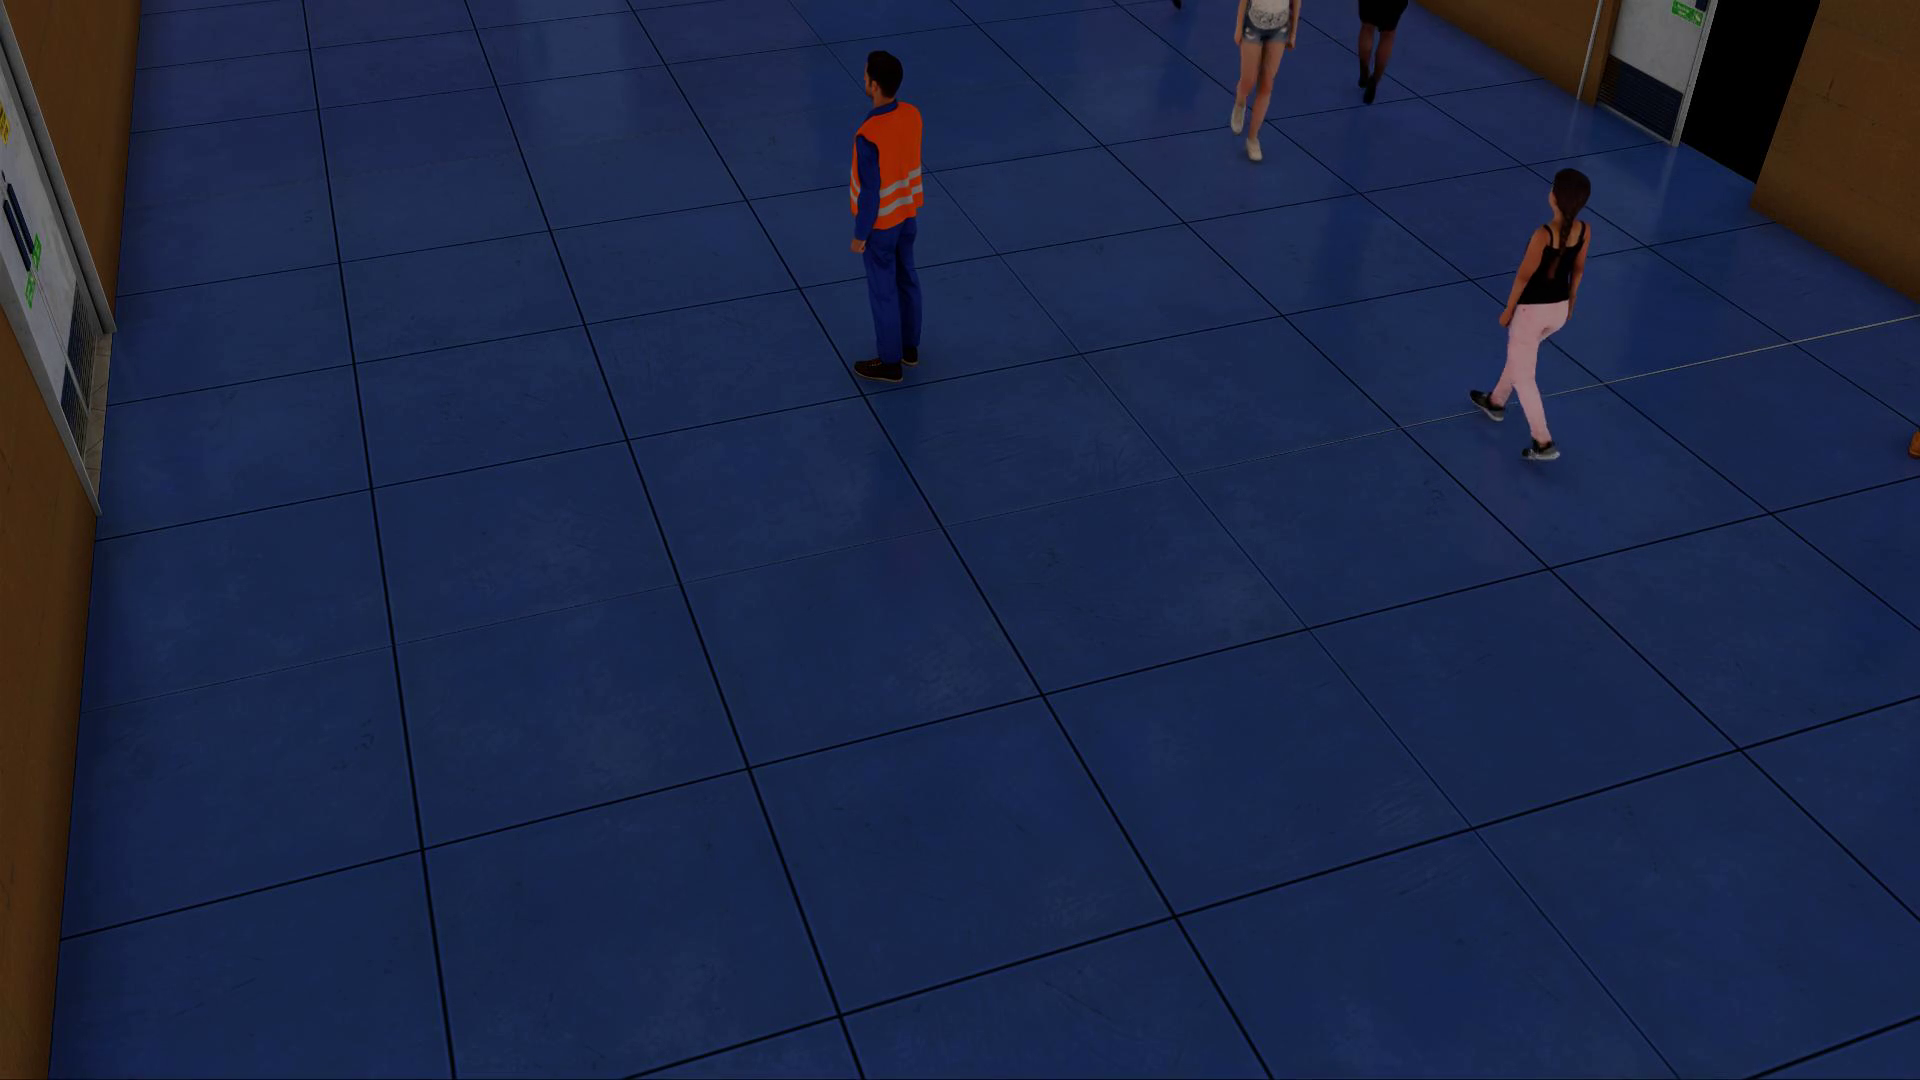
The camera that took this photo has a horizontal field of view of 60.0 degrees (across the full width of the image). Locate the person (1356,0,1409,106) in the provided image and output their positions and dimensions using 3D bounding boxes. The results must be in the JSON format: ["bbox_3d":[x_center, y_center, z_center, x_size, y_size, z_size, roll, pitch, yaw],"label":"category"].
[{"bbox_3d":[3.099,-4.000,12.182,1.041,1.679,1.024,10,38,13],"label":"person"}]

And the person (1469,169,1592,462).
[{"bbox_3d":[2.982,-1.115,8.471,0.948,1.534,0.603,-14,39,-18],"label":"person"}]

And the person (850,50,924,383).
[{"bbox_3d":[-0.396,-1.742,9.032,0.850,1.864,0.771,19,41,24],"label":"person"}]

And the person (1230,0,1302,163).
[{"bbox_3d":[2.087,-3.544,11.530,0.783,1.749,0.757,-2,37,-3],"label":"person"}]
